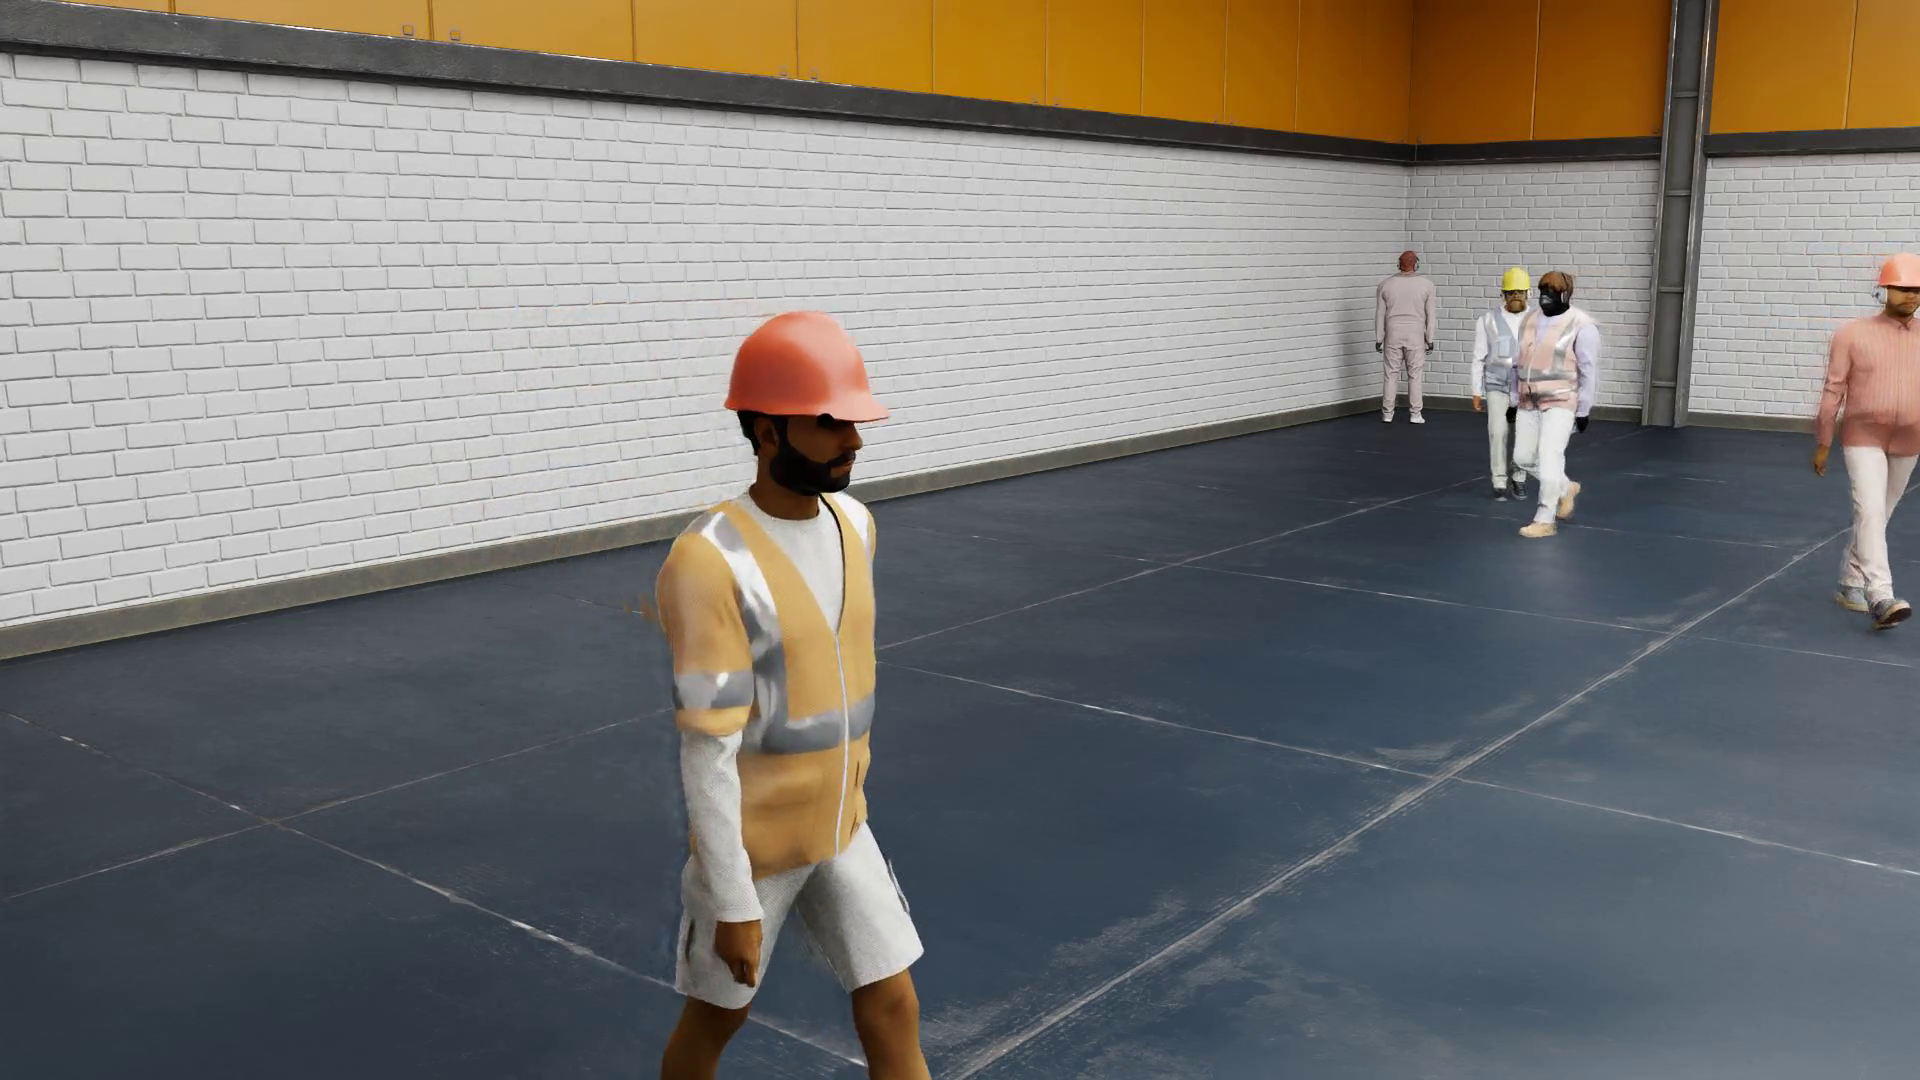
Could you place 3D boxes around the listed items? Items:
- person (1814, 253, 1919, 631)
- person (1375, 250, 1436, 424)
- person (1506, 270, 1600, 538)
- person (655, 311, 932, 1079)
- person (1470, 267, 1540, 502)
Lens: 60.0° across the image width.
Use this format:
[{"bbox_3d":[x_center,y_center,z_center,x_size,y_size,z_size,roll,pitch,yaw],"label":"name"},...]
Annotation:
[{"bbox_3d":[4.886,-0.511,8.716,0.642,1.938,1.073,1,10,5],"label":"person"},{"bbox_3d":[4.910,-2.228,18.348,0.653,1.906,0.408,4,11,20],"label":"person"},{"bbox_3d":[4.098,-0.940,11.447,0.623,1.822,0.633,-6,12,-29],"label":"person"},{"bbox_3d":[-0.250,0.539,3.051,0.996,1.886,0.570,7,13,35],"label":"person"},{"bbox_3d":[4.252,-1.187,12.824,0.624,1.816,0.439,2,10,13],"label":"person"}]
